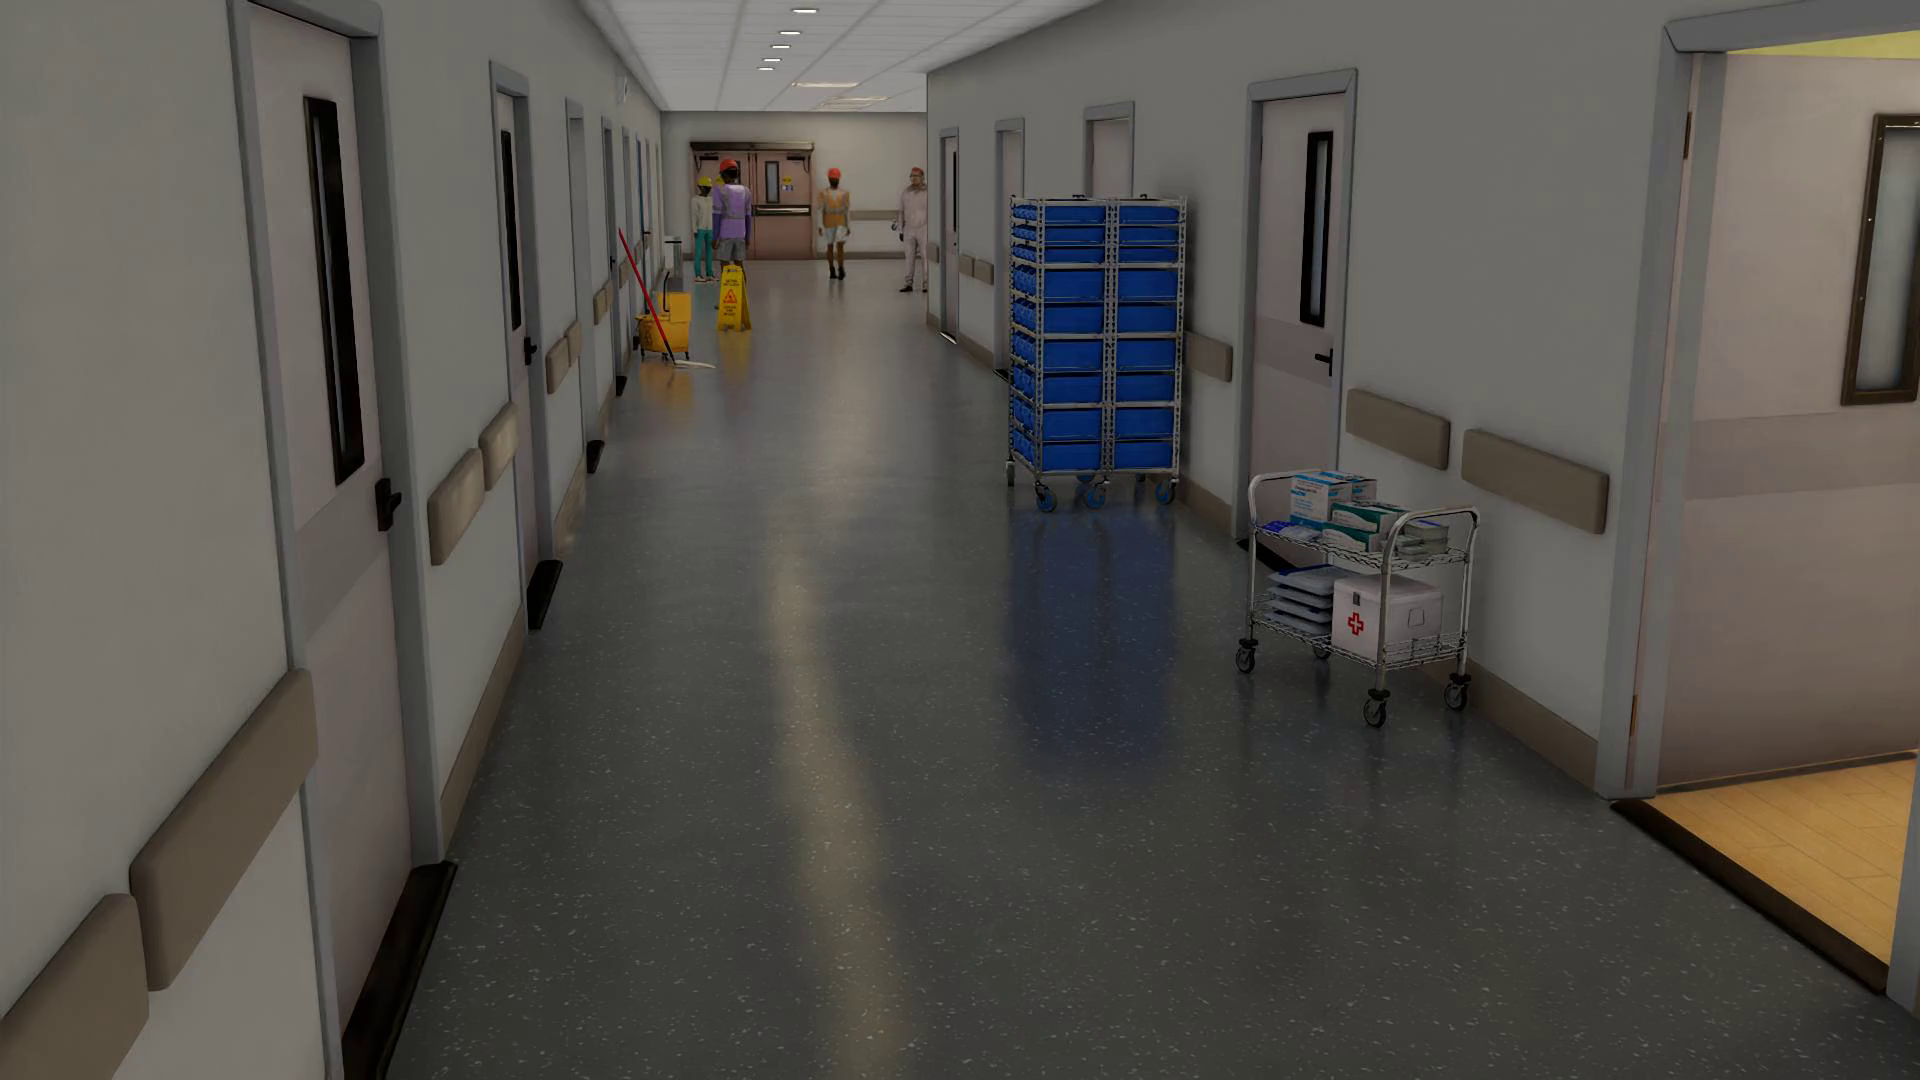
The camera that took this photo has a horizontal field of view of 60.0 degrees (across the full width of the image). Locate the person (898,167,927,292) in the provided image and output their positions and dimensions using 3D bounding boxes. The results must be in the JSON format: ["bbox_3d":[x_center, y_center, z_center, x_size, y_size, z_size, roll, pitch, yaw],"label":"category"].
[{"bbox_3d":[-0.655,-4.783,25.689,0.642,1.909,0.399,4,13,18],"label":"person"}]

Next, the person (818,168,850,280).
[{"bbox_3d":[-2.149,-5.404,28.488,0.570,1.883,0.974,-2,13,-8],"label":"person"}]

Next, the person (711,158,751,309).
[{"bbox_3d":[-3.120,-4.152,22.621,0.614,2.031,0.402,-12,17,-42],"label":"person"}]

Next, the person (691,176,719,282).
[{"bbox_3d":[-4.287,-5.231,28.020,0.520,1.757,0.339,-12,18,-43],"label":"person"}]
